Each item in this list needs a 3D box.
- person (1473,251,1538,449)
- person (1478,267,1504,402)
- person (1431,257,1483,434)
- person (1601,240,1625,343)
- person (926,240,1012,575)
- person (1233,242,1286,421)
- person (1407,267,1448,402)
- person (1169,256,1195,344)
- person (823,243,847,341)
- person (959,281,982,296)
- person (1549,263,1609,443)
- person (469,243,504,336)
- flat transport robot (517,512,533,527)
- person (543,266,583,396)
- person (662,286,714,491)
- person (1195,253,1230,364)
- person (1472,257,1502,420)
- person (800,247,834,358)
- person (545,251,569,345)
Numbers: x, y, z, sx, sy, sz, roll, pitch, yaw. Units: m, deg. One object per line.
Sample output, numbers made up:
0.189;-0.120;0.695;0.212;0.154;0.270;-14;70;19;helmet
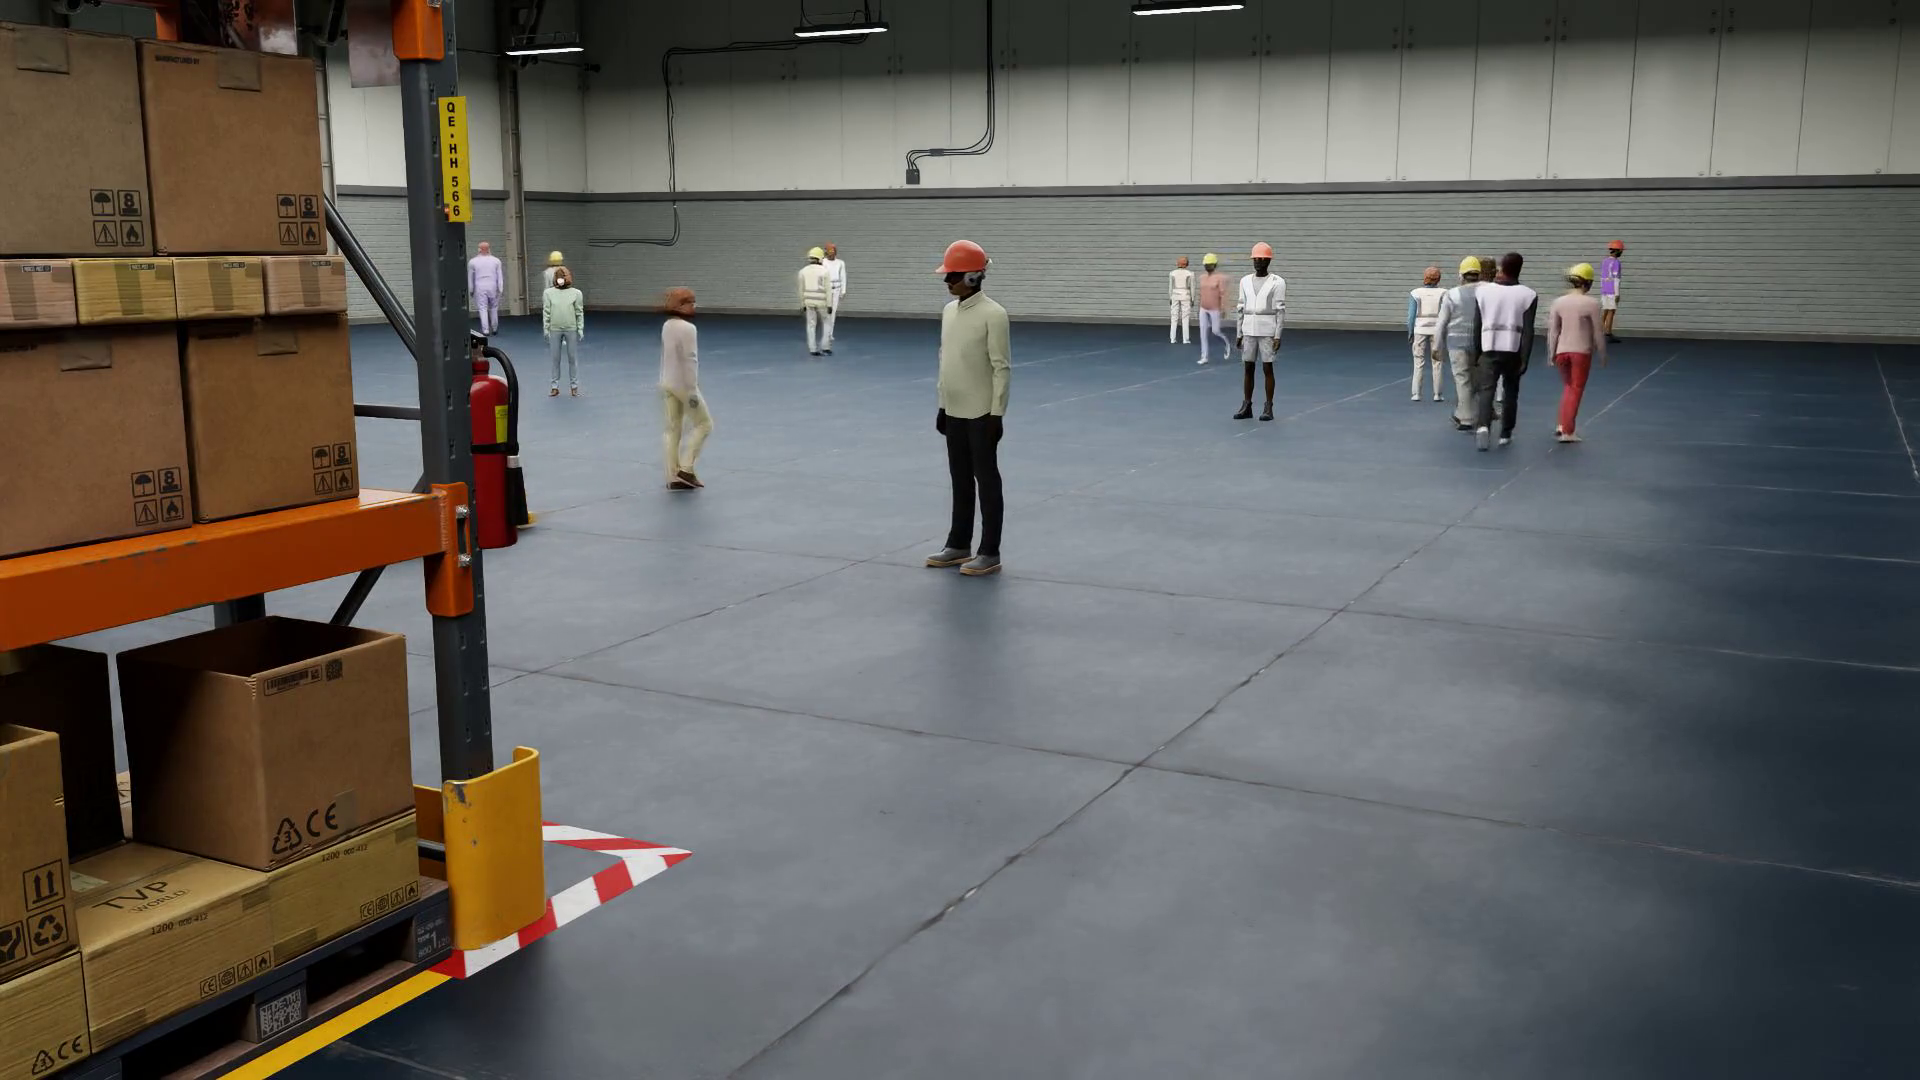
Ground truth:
5.179;-1.812;15.893;0.587;1.879;0.957;5;11;23;person
6.523;-2.494;20.239;0.311;1.640;0.512;-10;14;-44;person
5.187;-2.014;17.188;0.615;1.788;0.883;-1;10;-5;person
12.258;-4.660;31.244;0.377;1.932;0.552;-1;10;-7;person
0.055;-0.788;9.981;0.392;1.990;0.612;-7;13;-35;person
3.278;-2.280;18.245;0.551;1.942;0.345;7;12;33;person
5.721;-2.502;20.286;0.523;1.638;0.310;3;11;15;person
4.143;-4.477;31.082;0.509;1.629;0.316;4;11;22;person
-2.452;-4.746;31.912;0.568;1.858;0.660;-5;11;-24;person
0.170;-4.100;29.135;0.866;1.592;0.509;10;14;43;person
6.064;-1.824;16.305;0.551;1.750;0.536;-7;12;-32;person
-9.596;-5.070;33.687;0.674;1.851;0.979;-3;11;-14;person
-3.627;-0.132;11.094;0.652;0.197;1.431;7;13;34;flat transport robot
-4.993;-2.622;20.951;0.498;1.634;0.280;-1;10;-6;person
-2.162;-1.188;13.145;0.386;1.615;0.527;-8;13;-37;person
4.000;-3.655;26.282;0.529;1.748;0.598;9;14;41;person
5.620;-2.145;17.915;0.971;1.803;0.529;-9;14;-40;person
-2.325;-3.942;27.641;0.620;1.815;0.610;5;12;25;person
-7.400;-4.436;30.555;0.505;1.728;0.442;5;12;26;person
